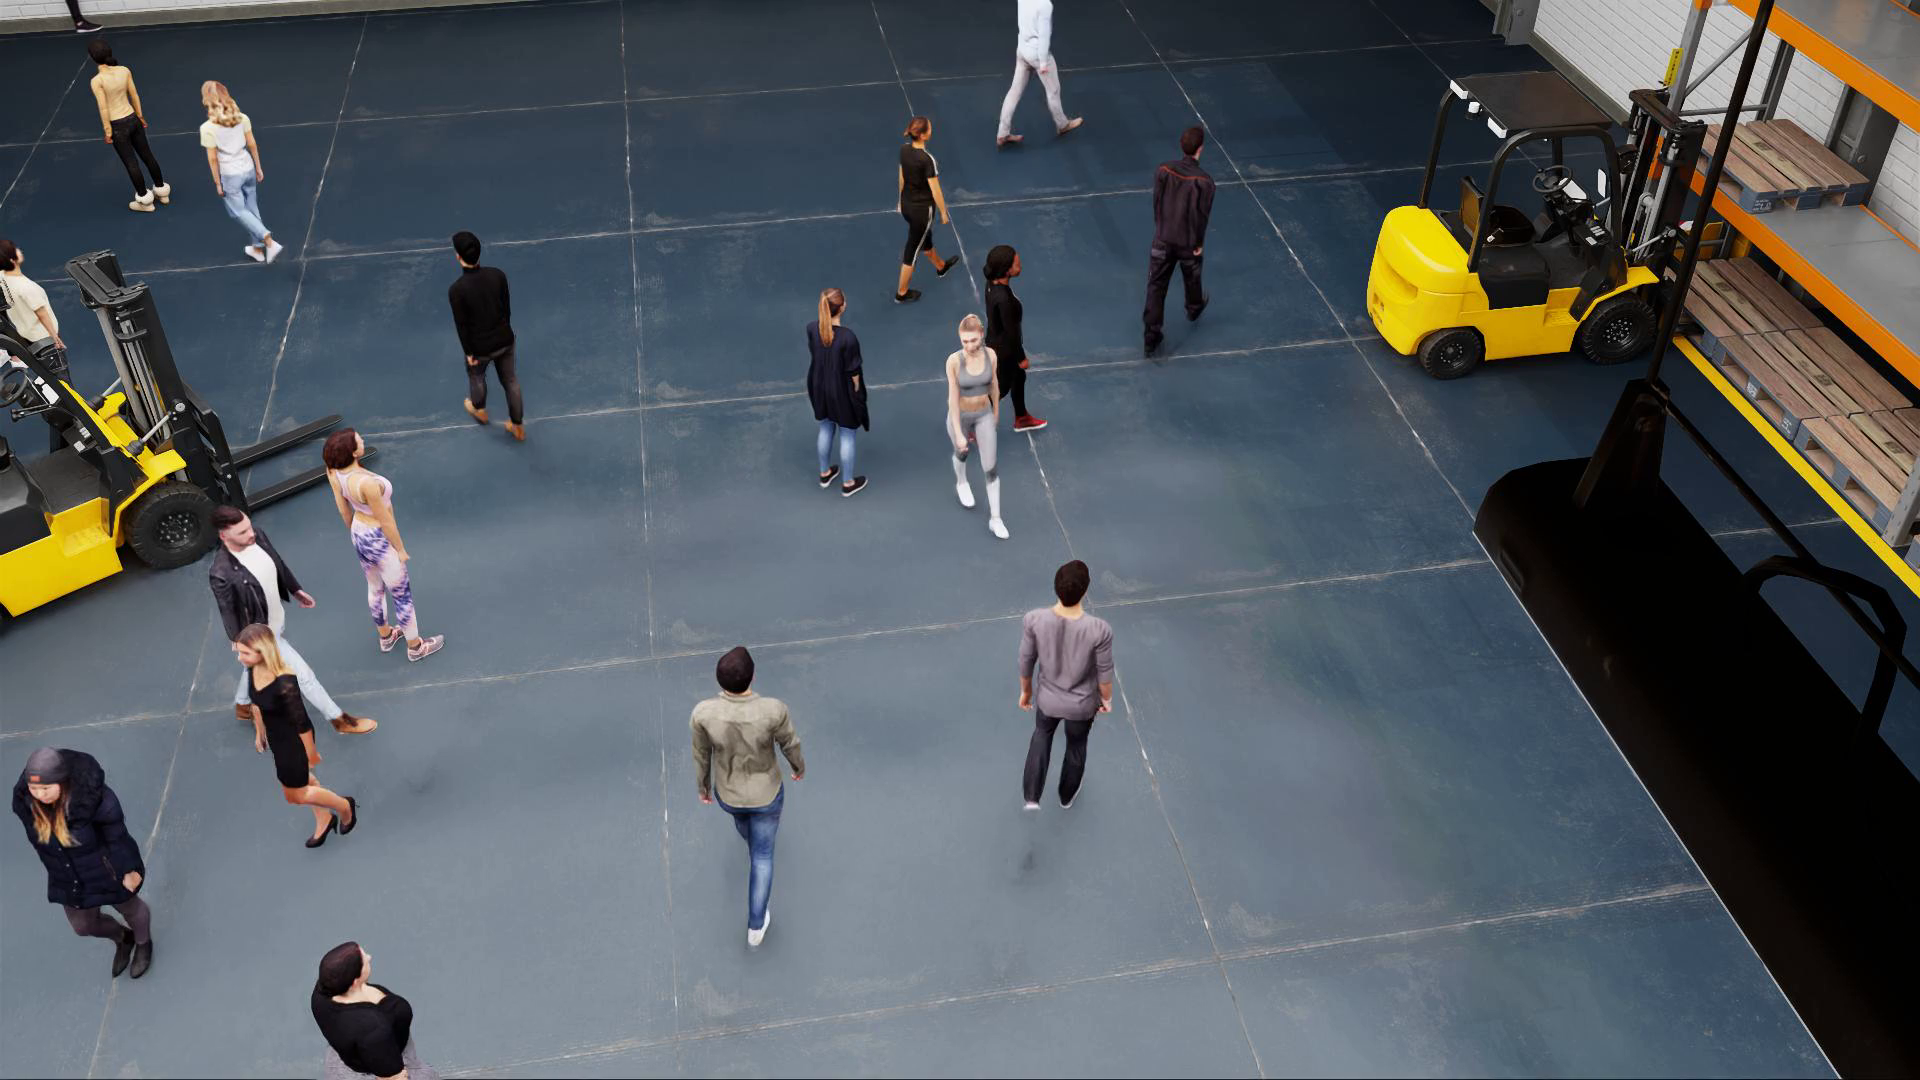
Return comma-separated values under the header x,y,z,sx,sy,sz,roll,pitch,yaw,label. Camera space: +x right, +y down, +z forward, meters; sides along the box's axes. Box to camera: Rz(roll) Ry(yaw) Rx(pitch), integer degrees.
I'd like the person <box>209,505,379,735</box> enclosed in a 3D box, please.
x,y,z,sx,sy,sz,roll,pitch,yaw,label
-4.260,0.504,9.963,0.875,1.790,1.150,2,39,2,person

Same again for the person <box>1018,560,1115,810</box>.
x,y,z,sx,sy,sz,roll,pitch,yaw,label
0.583,0.912,9.414,0.879,1.837,0.958,12,40,15,person

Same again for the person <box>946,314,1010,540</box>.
x,y,z,sx,sy,sz,roll,pitch,yaw,label
0.039,-0.888,11.810,0.671,1.660,1.060,-12,40,-14,person

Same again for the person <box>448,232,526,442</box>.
x,y,z,sx,sy,sz,roll,pitch,yaw,label
-3.518,-1.495,12.538,0.904,1.700,1.043,-25,45,-28,person

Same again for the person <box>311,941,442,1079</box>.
x,y,z,sx,sy,sz,roll,pitch,yaw,label
-2.693,2.499,7.503,0.781,1.742,0.839,23,44,26,person

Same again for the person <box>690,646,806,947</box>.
x,y,z,sx,sy,sz,roll,pitch,yaw,label
-1.128,1.385,8.834,0.867,1.823,1.227,1,39,1,person

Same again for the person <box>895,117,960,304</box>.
x,y,z,sx,sy,sz,roll,pitch,yaw,label
-0.429,-2.792,14.213,0.937,1.637,1.037,-25,45,-28,person

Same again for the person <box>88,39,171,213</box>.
x,y,z,sx,sy,sz,roll,pitch,yaw,label
-7.817,-3.887,15.566,0.757,1.660,0.677,19,42,22,person

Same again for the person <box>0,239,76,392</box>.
x,y,z,sx,sy,sz,roll,pitch,yaw,label
-7.059,-1.588,12.744,0.659,1.588,0.690,18,42,22,person

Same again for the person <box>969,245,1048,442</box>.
x,y,z,sx,sy,sz,roll,pitch,yaw,label
0.258,-1.420,12.488,0.649,1.645,0.957,-6,39,-8,person

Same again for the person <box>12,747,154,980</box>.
x,y,z,sx,sy,sz,roll,pitch,yaw,label
-4.485,1.623,8.661,0.701,1.667,0.671,-2,39,-2,person

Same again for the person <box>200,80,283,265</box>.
x,y,z,sx,sy,sz,roll,pitch,yaw,label
-6.309,-3.180,14.637,0.986,1.713,0.925,25,45,27,person

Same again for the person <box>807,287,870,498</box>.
x,y,z,sx,sy,sz,roll,pitch,yaw,label
-0.901,-1.072,12.023,0.710,1.683,0.771,23,44,26,person

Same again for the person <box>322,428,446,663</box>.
x,y,z,sx,sy,sz,roll,pitch,yaw,label
-3.710,0.024,10.584,0.687,1.766,0.730,19,43,23,person

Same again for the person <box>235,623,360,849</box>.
x,y,z,sx,sy,sz,roll,pitch,yaw,label
-3.685,1.081,9.340,0.686,1.666,0.751,31,48,33,person

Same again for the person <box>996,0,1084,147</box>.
x,y,z,sx,sy,sz,roll,pitch,yaw,label
0.662,-4.781,16.538,1.066,1.843,1.262,-22,43,-25,person

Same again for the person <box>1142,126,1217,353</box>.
x,y,z,sx,sy,sz,roll,pitch,yaw,label
1.741,-2.402,13.544,1.159,1.862,1.299,18,42,21,person
